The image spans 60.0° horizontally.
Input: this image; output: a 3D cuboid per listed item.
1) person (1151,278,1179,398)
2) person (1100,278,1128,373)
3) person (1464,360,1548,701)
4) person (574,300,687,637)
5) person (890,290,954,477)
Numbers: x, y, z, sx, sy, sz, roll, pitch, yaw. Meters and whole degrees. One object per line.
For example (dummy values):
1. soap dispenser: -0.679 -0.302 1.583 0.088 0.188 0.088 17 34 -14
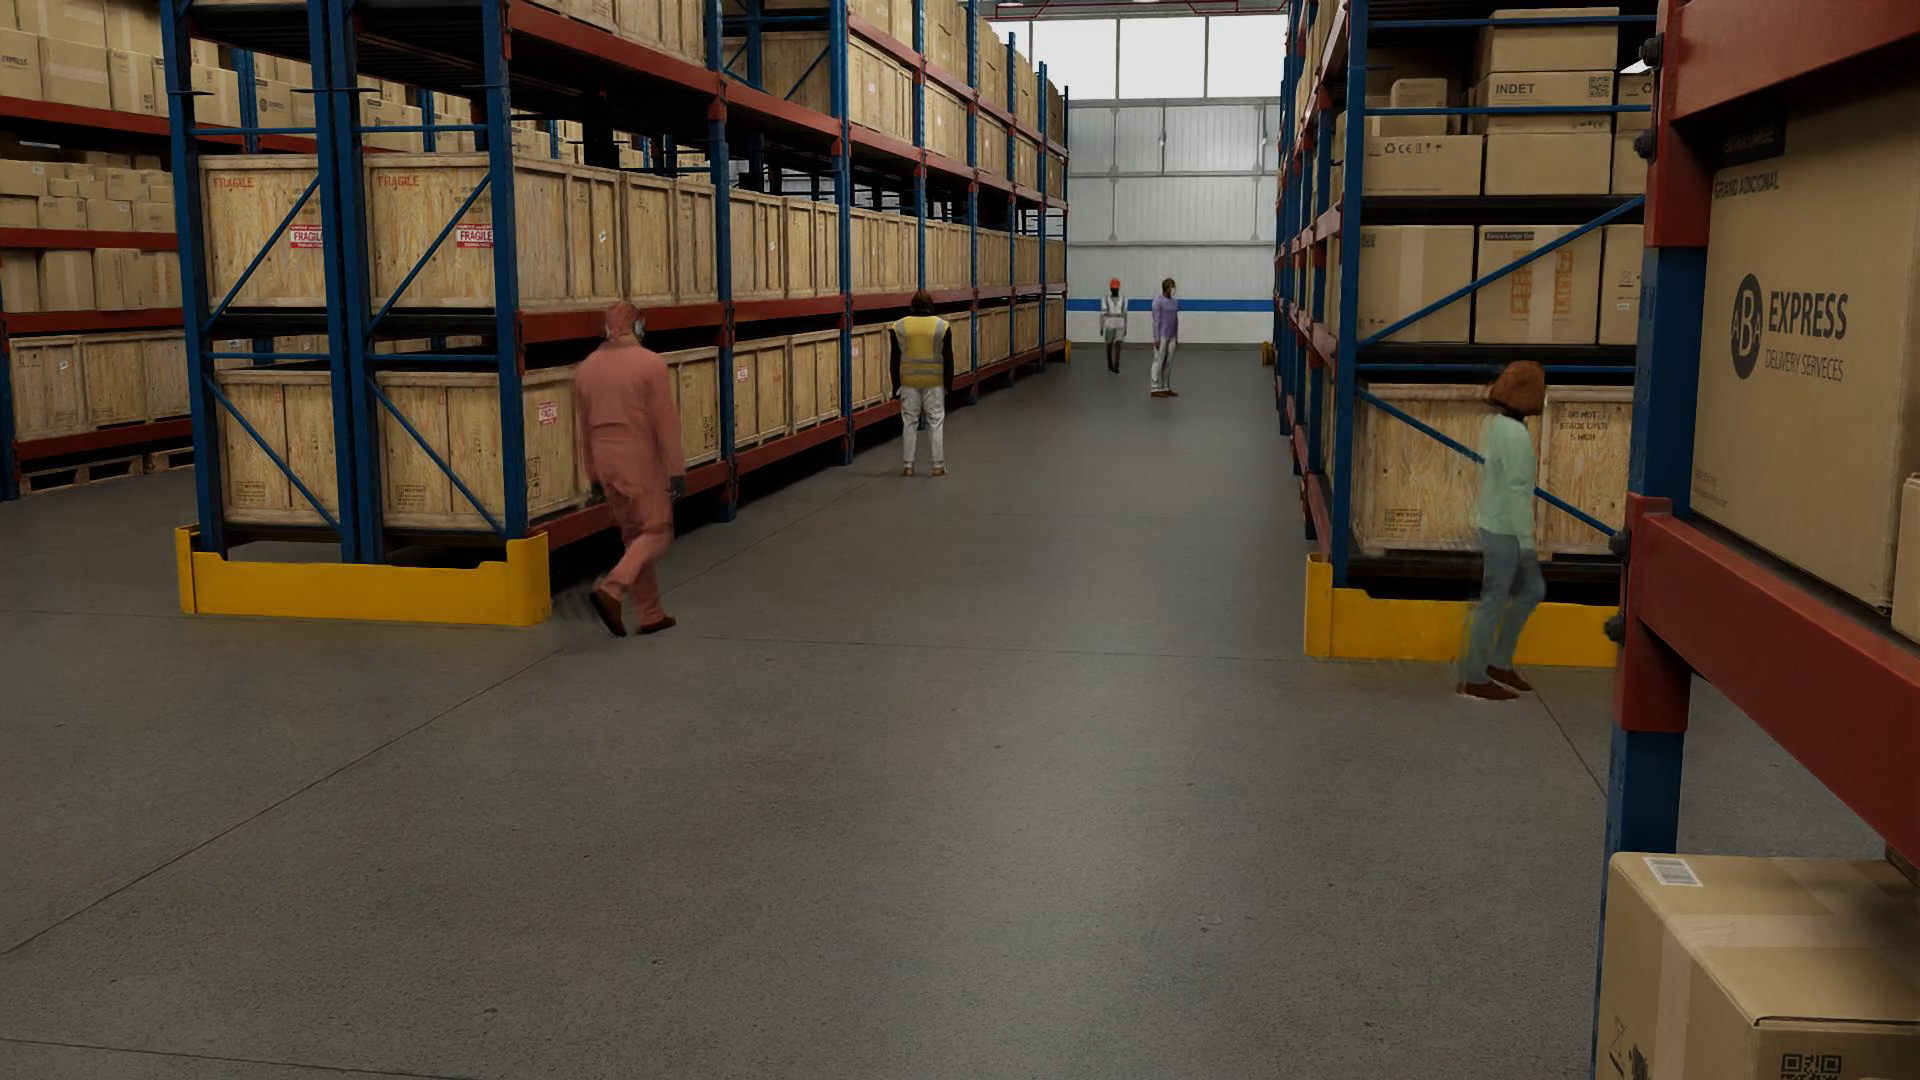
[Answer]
1. person: 3.320 -3.260 26.877 0.375 1.931 0.639 8 12 41
2. person: 3.104 -4.319 33.502 0.549 1.913 0.786 0 9 2
3. person: 2.604 -0.030 7.769 0.482 1.611 0.520 2 9 11
4. person: -1.852 -0.377 9.154 0.725 1.871 0.656 6 11 31
5. person: -0.374 -1.542 16.467 0.633 1.841 0.429 0 9 2
